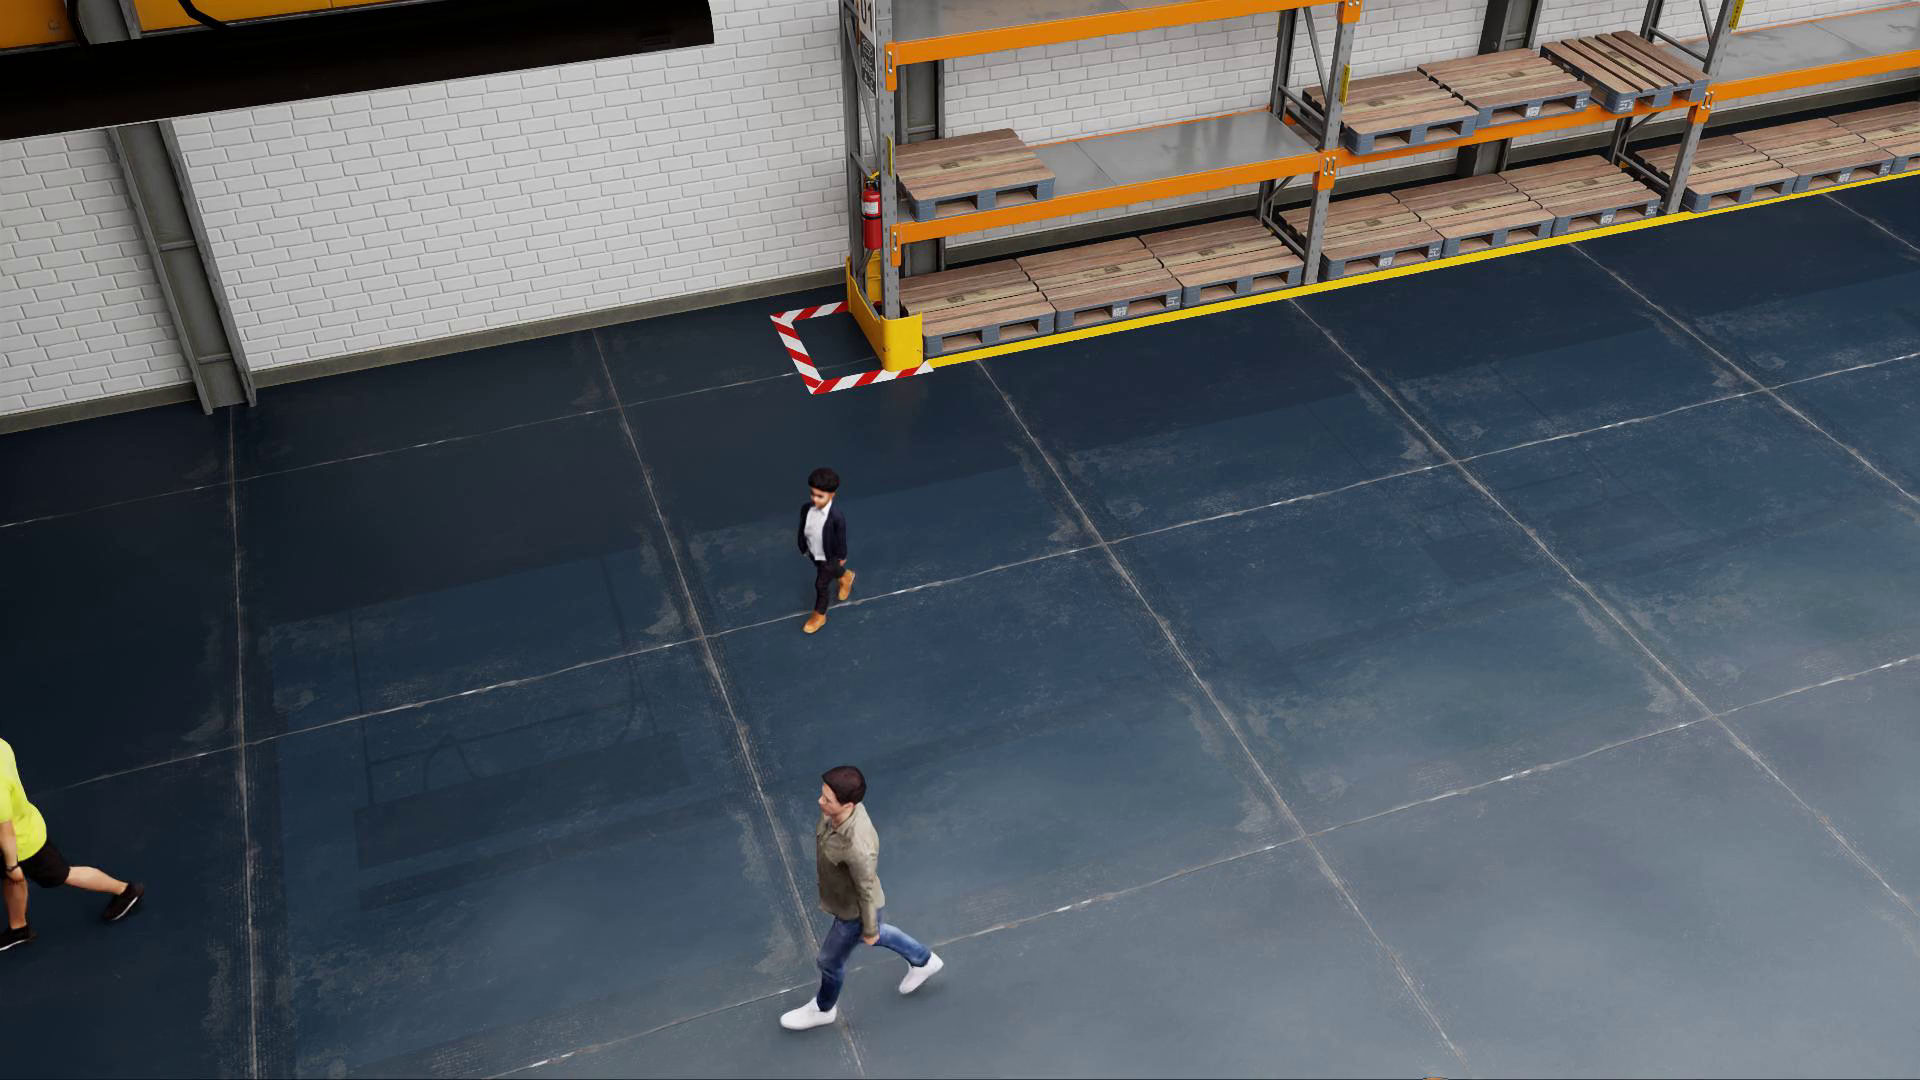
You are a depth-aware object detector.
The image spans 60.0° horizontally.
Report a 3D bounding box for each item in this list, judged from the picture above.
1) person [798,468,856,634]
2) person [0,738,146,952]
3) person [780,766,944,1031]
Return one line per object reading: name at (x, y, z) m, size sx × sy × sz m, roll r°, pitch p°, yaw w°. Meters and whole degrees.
person at (-0.896, 0.012, 11.258) m, size 0.766 × 1.209 × 0.903 m, roll 25°, pitch 45°, yaw 28°
person at (-4.997, 1.543, 8.970) m, size 1.162 × 1.672 × 0.811 m, roll -22°, pitch 44°, yaw -25°
person at (-0.460, 1.800, 8.501) m, size 1.147 × 1.856 × 0.734 m, roll -11°, pitch 40°, yaw -13°
